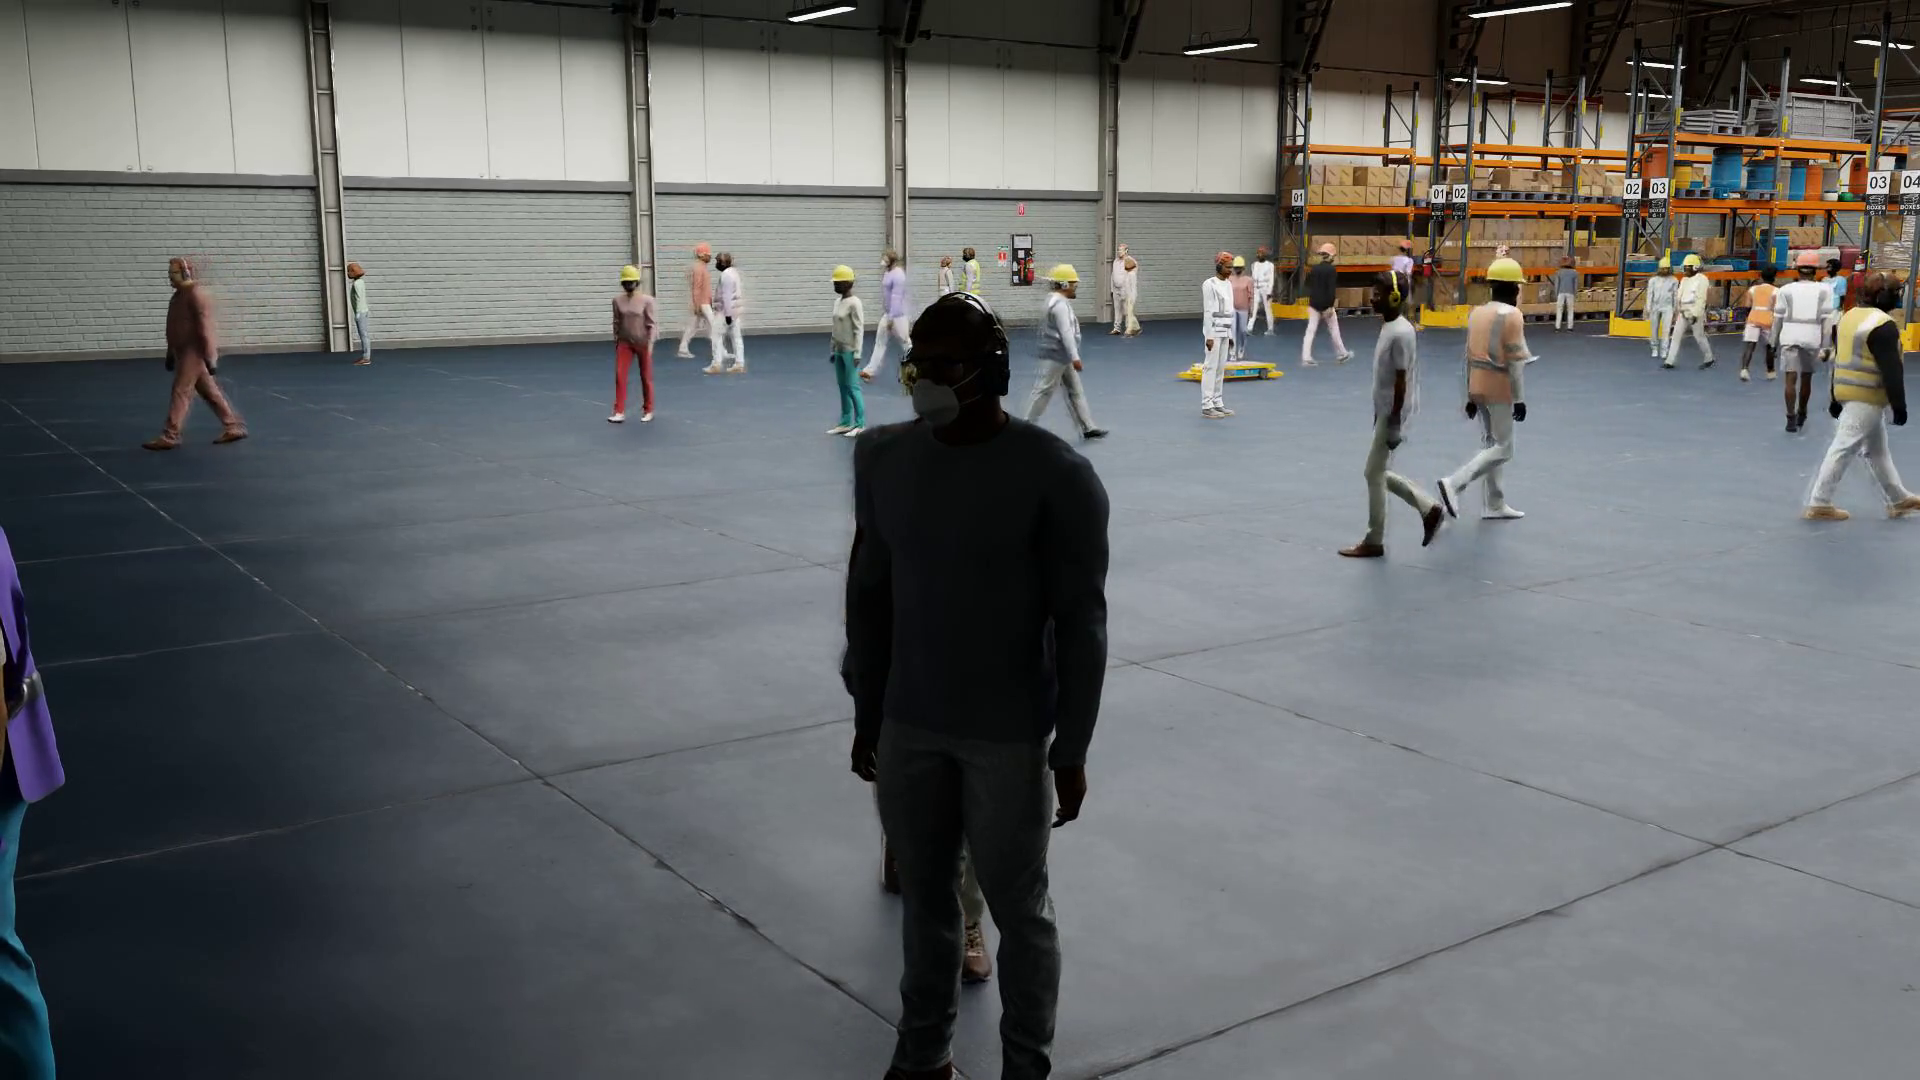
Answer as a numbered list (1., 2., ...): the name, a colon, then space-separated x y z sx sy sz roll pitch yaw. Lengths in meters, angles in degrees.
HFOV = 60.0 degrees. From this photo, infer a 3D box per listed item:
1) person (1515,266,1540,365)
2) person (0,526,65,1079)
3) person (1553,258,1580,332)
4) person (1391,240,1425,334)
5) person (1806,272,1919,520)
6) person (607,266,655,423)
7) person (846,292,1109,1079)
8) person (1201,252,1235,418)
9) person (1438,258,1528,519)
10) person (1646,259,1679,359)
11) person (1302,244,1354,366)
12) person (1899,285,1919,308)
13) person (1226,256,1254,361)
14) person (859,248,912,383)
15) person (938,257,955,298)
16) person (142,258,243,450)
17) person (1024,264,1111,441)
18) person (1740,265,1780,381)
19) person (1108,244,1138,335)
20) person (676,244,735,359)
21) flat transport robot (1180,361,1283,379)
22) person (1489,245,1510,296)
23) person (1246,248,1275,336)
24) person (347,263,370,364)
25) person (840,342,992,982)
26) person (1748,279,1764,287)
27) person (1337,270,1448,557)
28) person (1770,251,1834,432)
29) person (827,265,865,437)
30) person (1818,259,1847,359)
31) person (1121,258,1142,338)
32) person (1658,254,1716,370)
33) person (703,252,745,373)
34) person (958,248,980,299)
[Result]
1. person: 8.880 -3.586 26.608 0.831 1.591 0.541 -3 11 -15
2. person: -2.037 0.536 3.352 0.389 1.846 0.566 -10 14 -43
3. person: 13.159 -5.309 36.101 0.518 1.595 0.582 6 12 30
4. person: 9.402 -5.349 35.246 1.065 1.988 0.616 -7 12 -32
5. person: 6.648 -1.016 11.996 0.960 1.791 0.646 1 10 7
6. person: -3.618 -2.134 18.322 0.533 1.731 0.839 2 11 10
7. person: 0.019 0.424 3.715 0.635 1.937 0.353 6 12 31
8. person: 2.961 -2.340 19.010 0.355 1.887 0.573 7 13 34
9. person: 3.800 -1.069 11.986 0.672 1.909 0.612 -2 11 -12
10. person: 11.949 -3.940 28.331 0.486 1.692 0.928 4 11 21
11. person: 5.884 -3.757 26.640 1.029 1.930 0.618 -7 13 -35
12. person: 19.208 -4.988 33.423 0.626 1.931 0.373 5 11 25
13. person: 4.645 -3.868 27.782 0.528 1.746 0.713 2 11 10
14. person: -1.015 -3.113 23.235 1.001 1.885 0.658 -4 11 -20
15. person: -0.288 -5.099 34.814 0.310 1.640 0.514 -6 12 -31
16. person: -7.540 -1.826 16.284 0.989 1.858 0.662 -9 14 -41
17. person: 1.017 -1.851 16.633 0.948 1.786 0.592 1 10 5
18. person: 11.454 -3.089 23.750 0.865 1.654 0.534 -10 14 -43
19. person: 3.402 -5.241 34.854 0.639 1.910 0.406 10 14 43
20. person: -4.347 -4.015 28.045 1.016 1.947 0.633 0 10 -2
21. flat transport robot: 3.937 -2.457 24.081 1.431 0.197 0.652 -7 12 -33
22. person: 9.479 -4.202 29.159 0.401 1.910 0.640 2 10 9
23. person: 6.300 -5.183 34.753 0.598 1.832 0.979 10 14 44
24. person: -9.746 -3.666 26.972 0.289 1.633 0.500 -2 11 -11
25. person: -0.089 0.262 4.898 0.531 1.835 0.913 -1 10 -3
26. person: 20.982 -6.872 43.694 0.476 1.952 0.619 -8 13 -36
27. person: 2.790 -0.796 10.638 0.616 1.855 0.534 2 10 9
28. person: 8.997 -2.130 17.821 0.569 1.896 0.930 4 11 23
29. person: -1.190 -1.954 17.226 0.327 1.766 0.534 -6 12 -30
30. person: 14.651 -3.871 27.965 0.337 1.693 0.596 -3 11 -14
31. person: 3.537 -4.966 34.107 0.500 1.631 0.618 -1 10 -7
32. person: 11.308 -3.499 25.645 0.908 1.799 0.591 -3 11 -16
33. person: -3.614 -3.429 25.166 0.763 1.812 0.648 1 10 6
34. person: 0.181 -4.905 33.194 0.429 1.842 0.634 2 11 12
